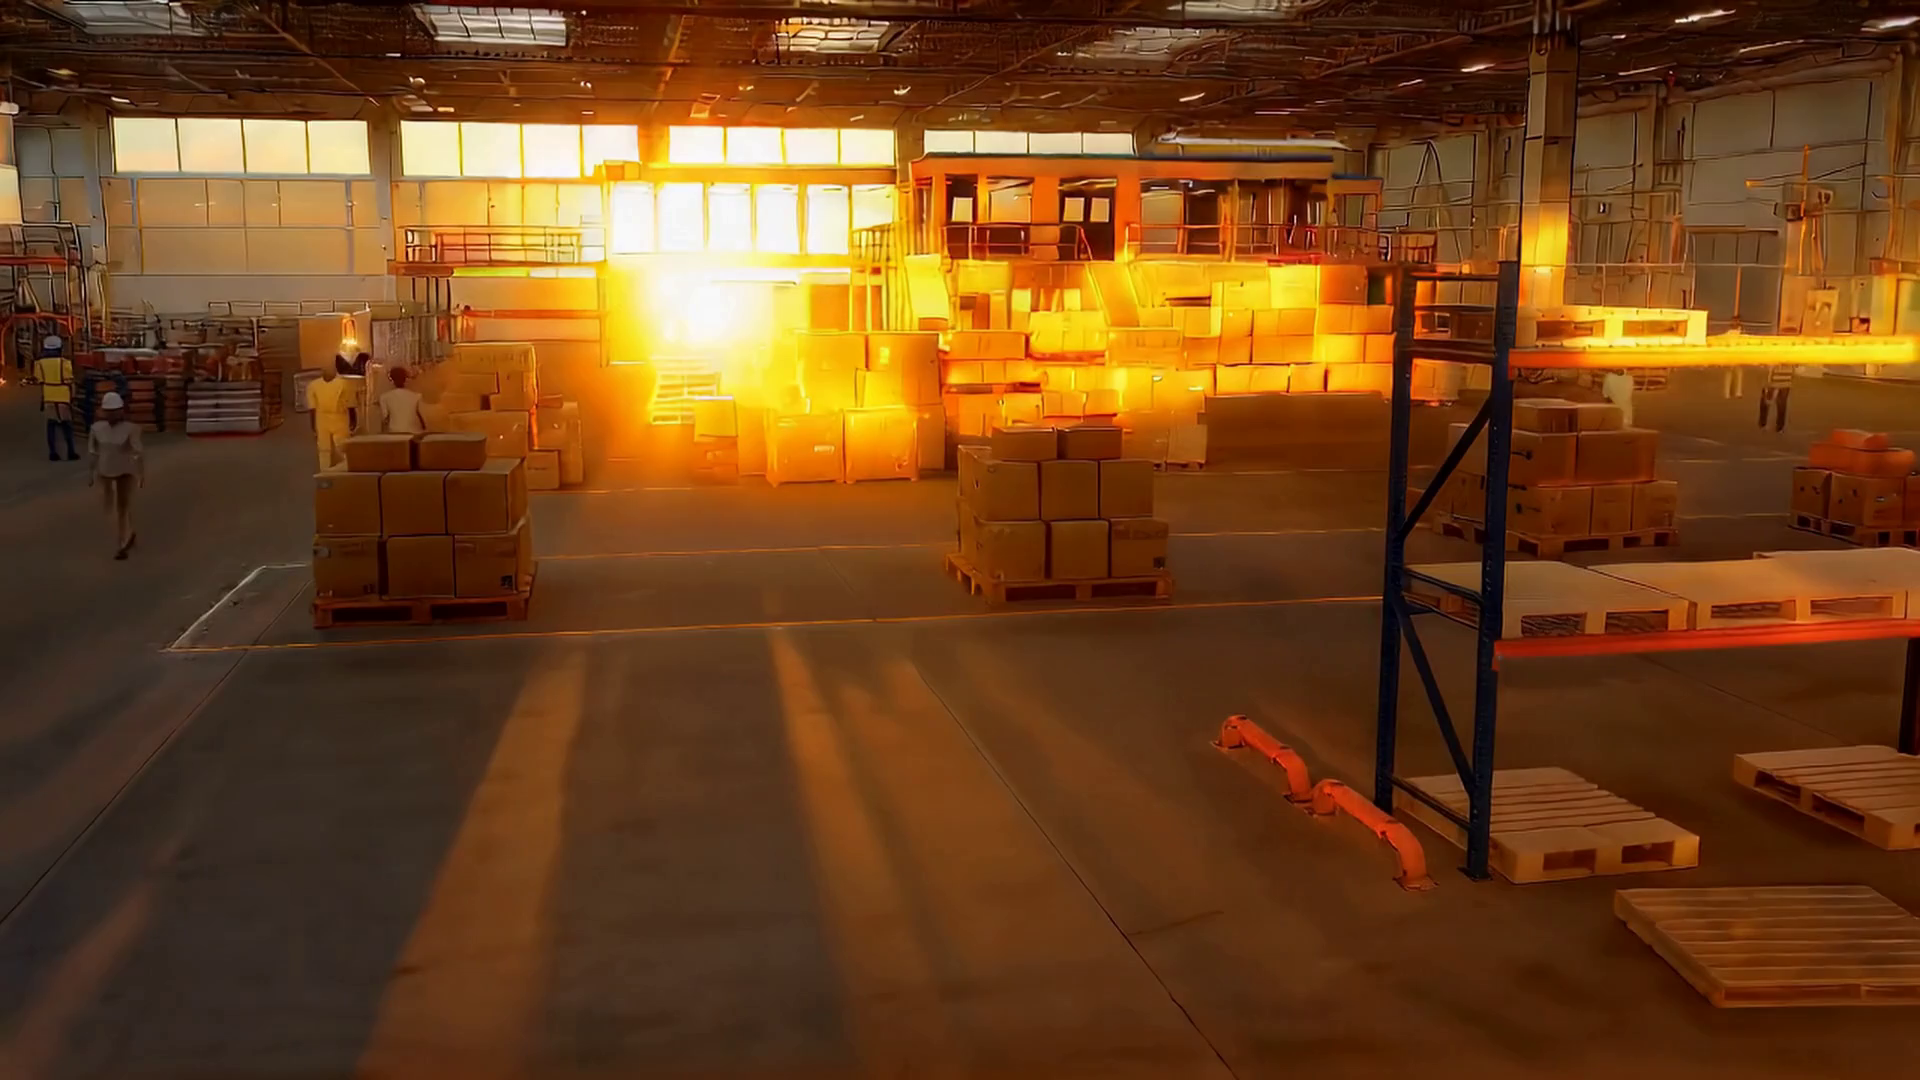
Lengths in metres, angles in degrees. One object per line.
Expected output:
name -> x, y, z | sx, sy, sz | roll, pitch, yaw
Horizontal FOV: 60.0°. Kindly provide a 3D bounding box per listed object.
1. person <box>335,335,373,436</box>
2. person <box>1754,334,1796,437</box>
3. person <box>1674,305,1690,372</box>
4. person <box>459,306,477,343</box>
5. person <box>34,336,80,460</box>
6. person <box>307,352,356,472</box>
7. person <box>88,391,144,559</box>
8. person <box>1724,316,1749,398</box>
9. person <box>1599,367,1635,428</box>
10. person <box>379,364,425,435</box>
person -> -10.082, -2.479, 27.721 | 0.595, 1.897, 0.802 | -2, 10, -12
person -> 14.545, -2.765, 29.706 | 0.647, 1.812, 0.771 | -1, 9, -6
person -> 20.830, -5.795, 47.874 | 0.607, 1.920, 0.820 | -2, 10, -15
person -> -14.809, -6.124, 50.097 | 0.505, 1.847, 0.344 | 0, 9, -1
person -> -14.094, -2.209, 25.959 | 0.551, 1.935, 0.375 | -2, 10, -12
person -> -8.067, -1.467, 21.467 | 0.606, 1.937, 0.916 | -1, 9, -6
person -> -8.787, -0.705, 17.400 | 0.526, 1.740, 0.769 | -1, 9, -4
person -> 17.852, -4.210, 38.322 | 0.565, 1.889, 1.007 | 7, 12, 38
person -> 9.059, -1.668, 22.885 | 0.548, 1.859, 0.385 | -3, 10, -15
person -> -6.621, -1.160, 19.809 | 0.537, 1.855, 0.579 | -5, 10, -26
